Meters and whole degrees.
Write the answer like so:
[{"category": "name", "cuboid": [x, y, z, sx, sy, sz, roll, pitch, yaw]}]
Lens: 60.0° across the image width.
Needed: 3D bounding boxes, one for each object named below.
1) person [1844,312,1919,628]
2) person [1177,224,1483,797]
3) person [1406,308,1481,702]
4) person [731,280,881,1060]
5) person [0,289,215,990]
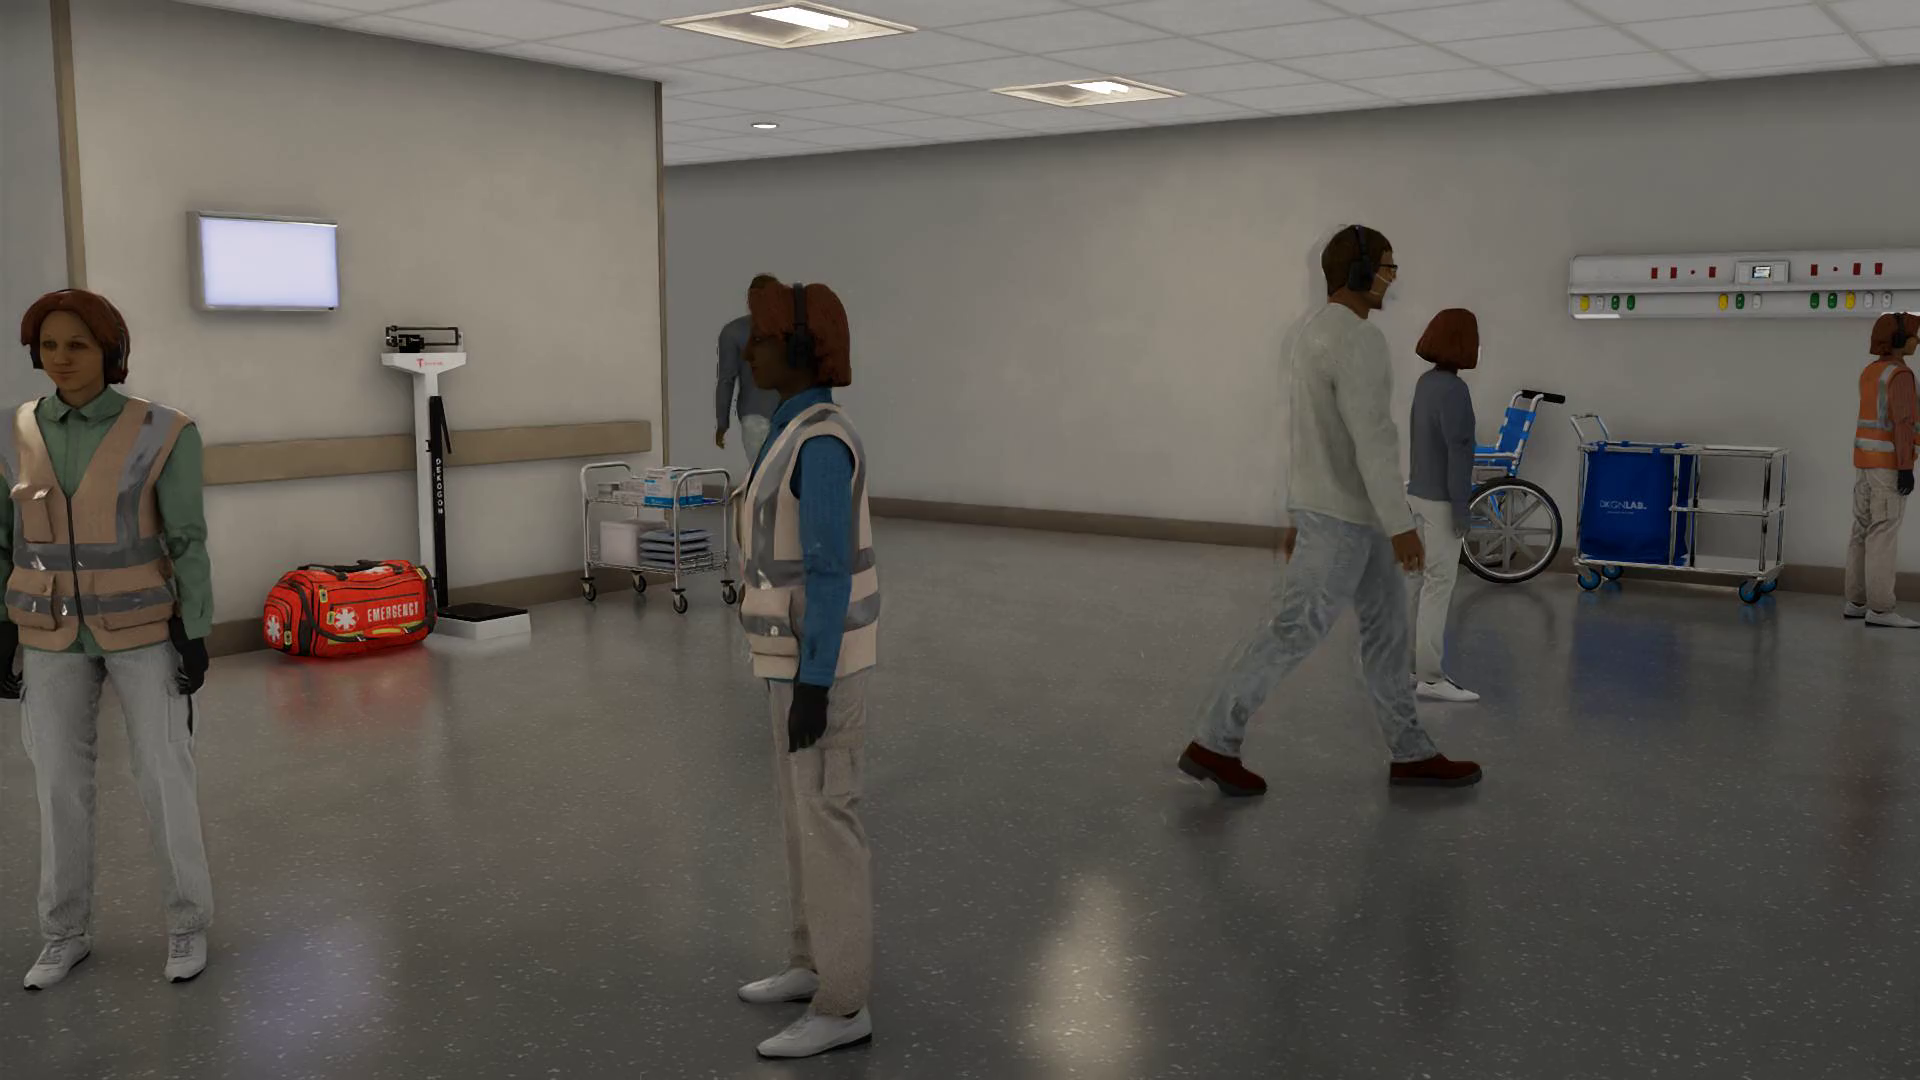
[{"category": "person", "cuboid": [4.846, -0.368, 8.710, 0.309, 1.641, 0.513, 1, 7, 7]}, {"category": "person", "cuboid": [1.209, -0.085, 5.465, 1.022, 1.896, 0.635, 1, 7, 4]}, {"category": "person", "cuboid": [2.022, -0.149, 6.976, 0.268, 1.632, 0.507, 0, 7, -2]}, {"category": "person", "cuboid": [-0.327, 0.271, 3.570, 0.311, 1.640, 0.516, -2, 7, -14]}, {"category": "person", "cuboid": [-2.007, 0.238, 3.890, 0.514, 1.630, 0.318, -1, 7, -7]}]
